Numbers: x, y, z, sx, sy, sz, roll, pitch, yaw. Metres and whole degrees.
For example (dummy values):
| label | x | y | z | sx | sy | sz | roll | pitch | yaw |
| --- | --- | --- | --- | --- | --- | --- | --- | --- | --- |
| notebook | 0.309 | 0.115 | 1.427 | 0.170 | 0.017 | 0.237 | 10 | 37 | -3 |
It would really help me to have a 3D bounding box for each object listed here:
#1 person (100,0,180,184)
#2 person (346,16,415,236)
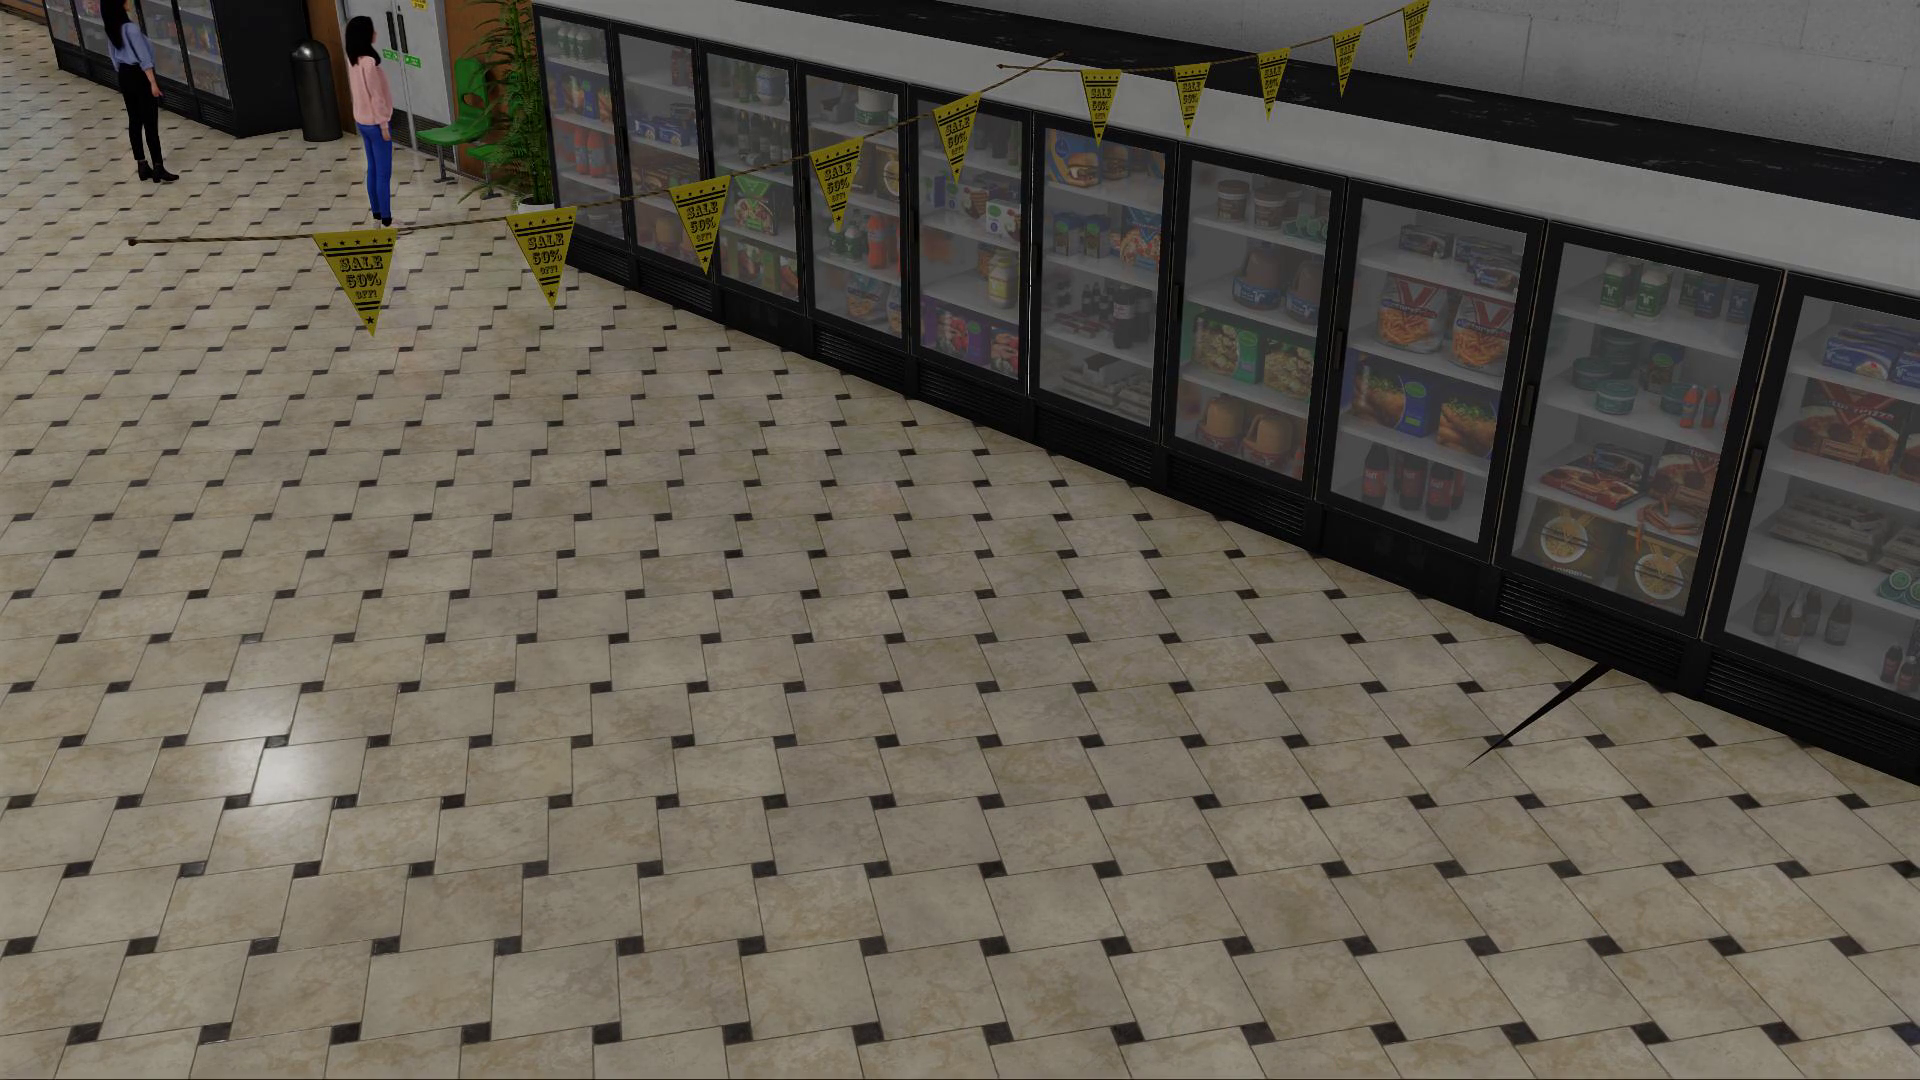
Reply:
| label | x | y | z | sx | sy | sz | roll | pitch | yaw |
| --- | --- | --- | --- | --- | --- | --- | --- | --- | --- |
| person | -7.538 | -4.163 | 15.216 | 0.702 | 1.744 | 0.649 | 14 | 30 | 26 |
| person | -4.838 | -3.417 | 13.718 | 0.596 | 1.768 | 0.684 | -18 | 32 | -31 |
